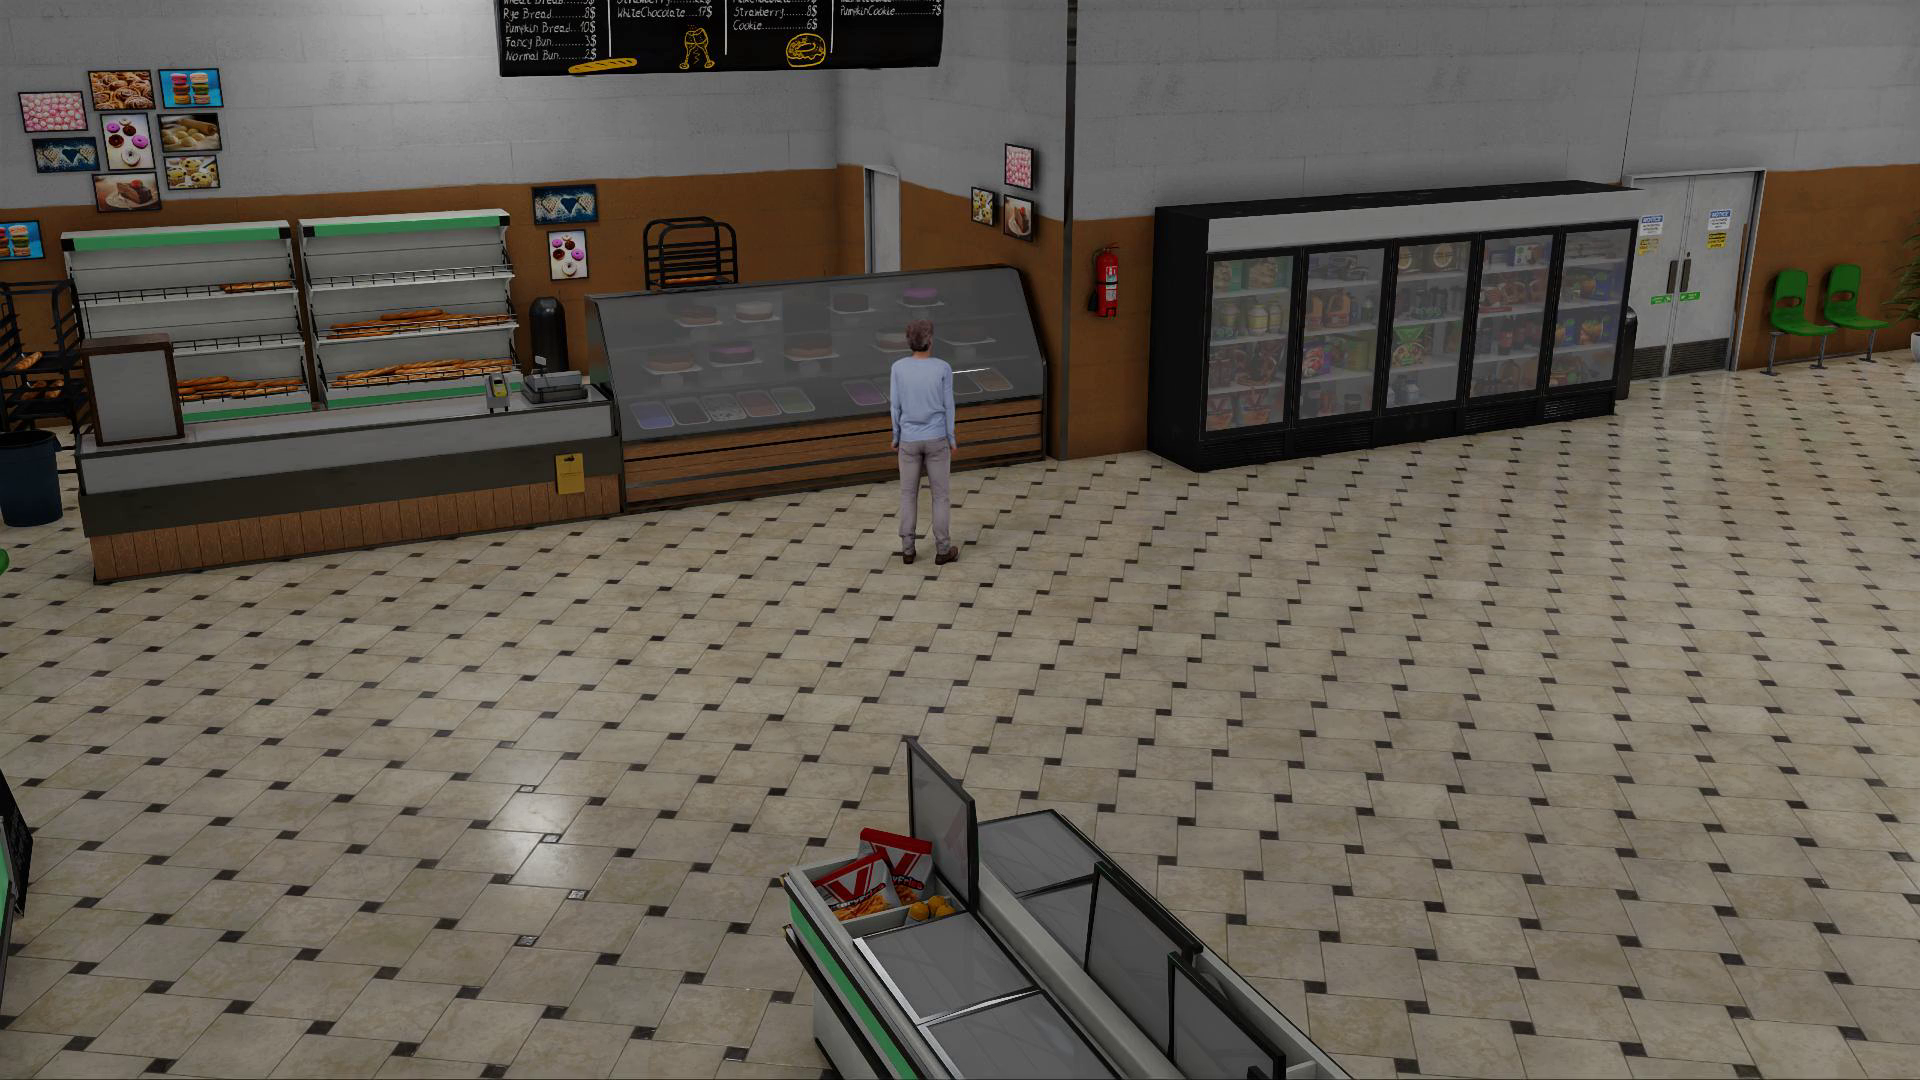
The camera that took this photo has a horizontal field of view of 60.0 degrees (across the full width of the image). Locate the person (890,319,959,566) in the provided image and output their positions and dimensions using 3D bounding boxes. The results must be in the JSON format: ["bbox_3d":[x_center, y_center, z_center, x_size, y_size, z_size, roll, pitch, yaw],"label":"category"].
[{"bbox_3d":[-0.273,-0.744,12.618,0.754,1.894,0.776,3,19,9],"label":"person"}]
